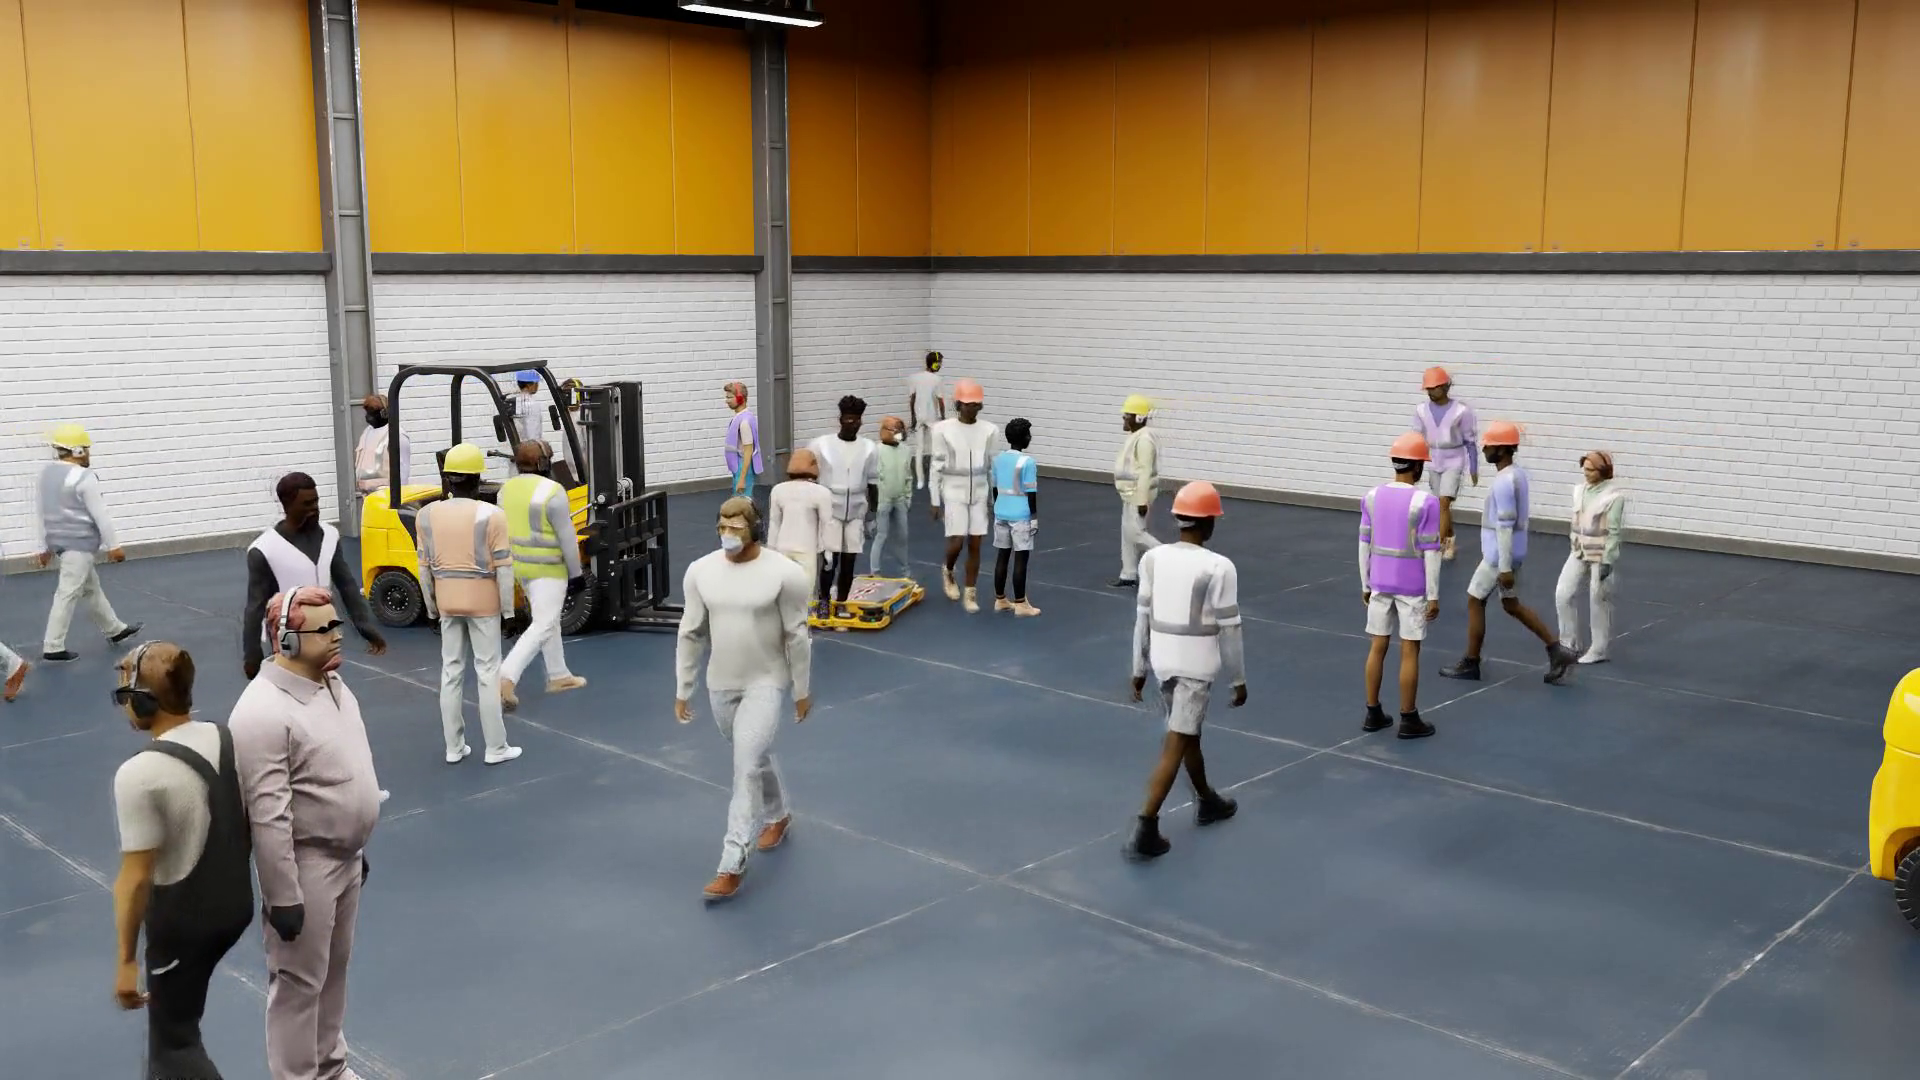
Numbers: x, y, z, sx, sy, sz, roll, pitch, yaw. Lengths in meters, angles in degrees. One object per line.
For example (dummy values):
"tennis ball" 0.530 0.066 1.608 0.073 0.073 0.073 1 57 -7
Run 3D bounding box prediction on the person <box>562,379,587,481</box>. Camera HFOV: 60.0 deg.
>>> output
"person" -3.813 -0.666 16.569 0.328 1.863 0.585 -8 12 -39

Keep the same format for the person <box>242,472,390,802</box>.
"person" -3.608 0.544 9.148 1.036 1.859 0.594 3 10 17

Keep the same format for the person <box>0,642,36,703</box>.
"person" -6.528 0.240 10.869 0.628 1.912 0.940 5 10 27

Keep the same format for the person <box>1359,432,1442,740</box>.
"person" 2.795 0.282 10.508 0.378 1.932 0.551 -9 13 -44

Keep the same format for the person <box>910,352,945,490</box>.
"person" -0.423 -1.585 22.258 0.619 1.845 0.359 5 11 30

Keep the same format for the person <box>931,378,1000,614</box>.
"person" 0.053 -0.379 14.268 0.622 2.027 0.539 -3 10 -18

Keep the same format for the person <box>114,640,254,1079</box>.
"person" -2.481 1.208 5.237 0.636 1.809 0.578 2 9 11

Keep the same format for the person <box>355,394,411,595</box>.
"person" -5.179 -0.390 14.918 0.627 1.843 0.429 8 12 39

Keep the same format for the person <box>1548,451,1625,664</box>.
"person" 4.642 0.142 12.305 0.549 1.613 0.531 -4 10 -23

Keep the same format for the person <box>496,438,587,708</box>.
"person" -2.911 0.215 11.312 0.614 1.818 0.866 7 12 38

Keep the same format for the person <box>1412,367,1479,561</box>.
"person" 4.800 -0.729 16.541 0.641 1.976 1.048 8 12 41

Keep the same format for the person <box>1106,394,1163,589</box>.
"person" 1.707 -0.433 15.239 0.644 1.821 0.591 0 9 -1

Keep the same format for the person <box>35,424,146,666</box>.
"person" -6.624 0.014 12.595 0.590 1.781 0.935 6 11 31

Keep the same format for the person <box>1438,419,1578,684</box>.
"person" 3.921 0.091 11.781 0.861 1.909 0.548 6 11 31

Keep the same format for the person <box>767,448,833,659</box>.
"person" -1.244 0.098 12.648 0.508 1.594 0.730 4 10 23

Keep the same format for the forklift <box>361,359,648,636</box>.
"forklift" -3.850 -0.407 13.936 2.313 2.155 1.214 2 9 11

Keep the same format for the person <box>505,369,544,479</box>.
"person" -4.572 -0.921 17.952 0.609 1.917 0.849 9 13 42

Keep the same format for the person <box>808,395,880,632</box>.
"person" -0.943 -0.207 13.473 0.636 1.941 0.430 -3 10 -20

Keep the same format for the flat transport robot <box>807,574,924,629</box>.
"flat transport robot" -0.801 0.513 14.178 0.652 0.197 1.431 2 10 13

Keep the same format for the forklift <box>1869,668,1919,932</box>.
"forklift" 5.205 0.723 7.013 2.313 2.155 1.214 9 13 43

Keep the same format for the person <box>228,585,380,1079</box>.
"person" -2.161 1.093 5.617 0.407 1.910 0.638 0 9 0

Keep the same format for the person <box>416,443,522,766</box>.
"person" -2.914 0.388 9.882 0.586 1.928 0.365 2 9 9

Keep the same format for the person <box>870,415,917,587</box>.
"person" -0.636 -0.345 15.309 0.512 1.621 0.293 -8 12 -40

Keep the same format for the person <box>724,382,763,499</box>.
"person" -2.153 -0.651 16.516 0.390 1.840 0.565 -2 10 -14

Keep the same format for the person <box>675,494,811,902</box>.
"person" -1.049 0.706 8.096 0.644 1.886 1.048 3 10 18

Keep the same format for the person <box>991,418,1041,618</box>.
"person" 0.475 -0.195 14.149 0.318 1.697 0.540 -7 12 -38

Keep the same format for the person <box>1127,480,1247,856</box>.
"person" 1.154 0.637 8.510 0.563 1.886 1.005 9 13 43
